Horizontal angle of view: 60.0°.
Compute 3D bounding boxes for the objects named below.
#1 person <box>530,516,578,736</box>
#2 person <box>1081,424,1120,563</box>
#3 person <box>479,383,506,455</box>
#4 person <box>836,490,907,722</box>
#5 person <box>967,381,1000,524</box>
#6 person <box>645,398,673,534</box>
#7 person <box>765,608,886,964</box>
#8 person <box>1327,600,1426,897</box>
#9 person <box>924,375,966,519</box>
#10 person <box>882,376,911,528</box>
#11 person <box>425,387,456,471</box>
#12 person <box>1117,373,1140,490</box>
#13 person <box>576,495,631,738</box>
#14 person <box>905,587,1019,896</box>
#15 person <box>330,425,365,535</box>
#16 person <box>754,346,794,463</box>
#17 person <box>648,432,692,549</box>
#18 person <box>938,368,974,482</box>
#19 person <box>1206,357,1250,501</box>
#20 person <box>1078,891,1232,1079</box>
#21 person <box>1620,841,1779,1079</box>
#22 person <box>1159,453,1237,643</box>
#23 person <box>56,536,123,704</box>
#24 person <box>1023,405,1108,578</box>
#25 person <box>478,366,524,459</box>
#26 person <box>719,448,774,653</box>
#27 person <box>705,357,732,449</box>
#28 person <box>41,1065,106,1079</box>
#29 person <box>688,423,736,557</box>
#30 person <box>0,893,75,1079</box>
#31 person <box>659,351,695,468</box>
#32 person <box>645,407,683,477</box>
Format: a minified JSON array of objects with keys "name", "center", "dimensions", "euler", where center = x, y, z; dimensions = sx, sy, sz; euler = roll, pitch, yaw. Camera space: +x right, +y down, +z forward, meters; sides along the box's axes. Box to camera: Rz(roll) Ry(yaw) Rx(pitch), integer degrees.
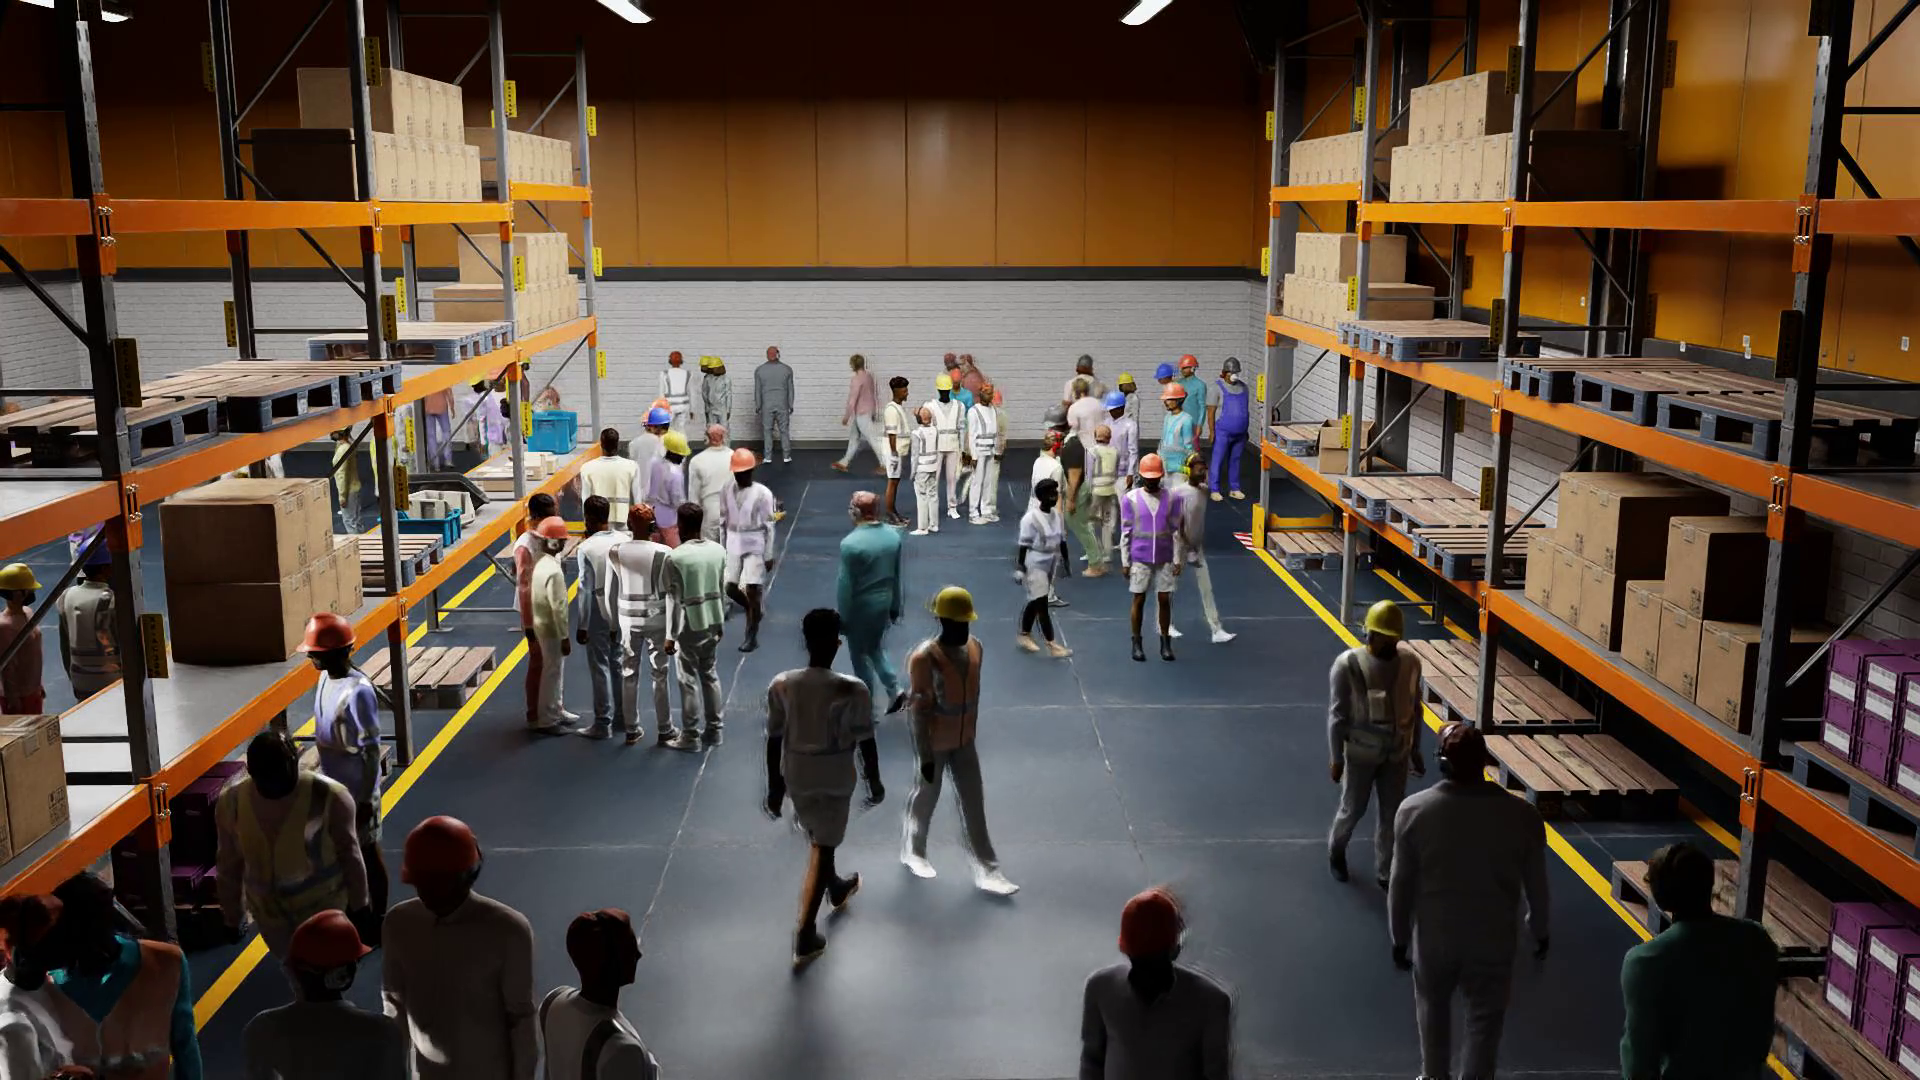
[{"name":"person","center":[-3.184,0.672,13.014],"dimensions":[0.378,1.736,0.591],"euler":[-7,13,-31]},{"name":"person","center":[1.667,-0.542,19.413],"dimensions":[0.545,1.606,0.430],"euler":[-8,14,-35]},{"name":"person","center":[-6.429,-1.334,22.908],"dimensions":[0.509,1.816,0.758],"euler":[6,13,27]},{"name":"person","center":[-0.734,0.542,13.287],"dimensions":[0.462,1.889,0.658],"euler":[8,14,35]},{"name":"person","center":[0.310,-1.144,21.798],"dimensions":[0.351,1.878,0.568],"euler":[8,14,34]},{"name":"person","center":[-3.765,-0.915,20.951],"dimensions":[0.341,1.745,0.573],"euler":[-6,13,-28]},{"name":"person","center":[-0.729,1.315,9.331],"dimensions":[0.608,1.912,0.999],"euler":[5,12,24]},{"name":"person","center":[2.496,1.239,9.998],"dimensions":[0.602,1.833,0.503],"euler":[-3,12,-14]},{"name":"person","center":[-0.206,-1.231,22.090],"dimensions":[0.594,1.926,0.366],"euler":[-3,12,-15]},{"name":"person","center":[-0.822,-1.154,21.603],"dimensions":[0.366,1.964,0.610],"euler":[1,11,5]},{"name":"person","center":[-8.270,-2.038,26.086],"dimensions":[0.657,1.969,0.415],"euler":[-4,12,-18]},{"name":"person","center":[2.442,-1.581,24.348],"dimensions":[0.329,1.731,0.489],"euler":[-5,12,-25]},{"name":"person","center":[-2.763,0.595,12.994],"dimensions":[0.411,1.906,0.602],"euler":[5,12,25]},{"name":"person","center":[-0.043,1.200,10.034],"dimensions":[0.601,1.874,0.917],"euler":[-9,15,-40]},{"name":"person","center":[-7.055,-0.550,19.102],"dimensions":[0.339,1.762,0.525],"euler":[-1,11,-7]},{"name":"person","center":[-3.006,-2.190,26.963],"dimensions":[0.643,1.905,0.400],"euler":[-2,11,-8]},{"name":"person","center":[-2.993,-0.186,16.997],"dimensions":[0.376,1.876,0.682],"euler":[-9,14,-38]},{"name":"person","center":[-0.075,-1.726,25.035],"dimensions":[0.595,1.734,0.406],"euler":[1,11,7]},{"name":"person","center":[3.836,-1.571,23.512],"dimensions":[0.689,2.000,0.537],"euler":[-5,12,-25]},{"name":"person","center":[0.711,2.061,6.044],"dimensions":[0.575,1.737,0.525],"euler":[4,12,19]},{"name":"person","center":[2.641,2.027,5.874],"dimensions":[0.651,1.904,0.725],"euler":[-3,12,-14]},{"name":"person","center":[2.235,0.086,15.751],"dimensions":[0.495,1.815,0.944],"euler":[-8,14,-34]},{"name":"person","center":[-5.730,0.935,11.175],"dimensions":[0.613,1.945,0.406],"euler":[4,12,20]},{"name":"person","center":[1.173,-0.559,18.436],"dimensions":[1.040,2.000,0.722],"euler":[-7,13,-31]},{"name":"person","center":[-6.181,-1.364,22.464],"dimensions":[0.615,2.040,0.391],"euler":[-1,11,-5]},{"name":"person","center":[-1.983,0.078,15.530],"dimensions":[0.553,1.921,0.501],"euler":[4,12,20]},{"name":"person","center":[-3.916,-2.092,26.891],"dimensions":[0.483,1.737,0.311],"euler":[6,13,27]},{"name":"person","center":[-2.331,2.308,4.454],"dimensions":[0.585,1.882,0.337],"euler":[0,11,2]},{"name":"person","center":[-2.524,-0.281,17.426],"dimensions":[0.663,1.893,0.439],"euler":[-5,12,-22]},{"name":"person","center":[-3.104,2.082,5.619],"dimensions":[0.400,1.876,0.587],"euler":[-4,12,-21]},{"name":"person","center":[-4.537,-2.090,26.547],"dimensions":[0.598,1.865,0.554],"euler":[-5,12,-24]},{"name":"person","center":[-3.249,-0.496,18.357],"dimensions":[0.399,1.943,0.615],"euler":[-2,11,-10]}]
